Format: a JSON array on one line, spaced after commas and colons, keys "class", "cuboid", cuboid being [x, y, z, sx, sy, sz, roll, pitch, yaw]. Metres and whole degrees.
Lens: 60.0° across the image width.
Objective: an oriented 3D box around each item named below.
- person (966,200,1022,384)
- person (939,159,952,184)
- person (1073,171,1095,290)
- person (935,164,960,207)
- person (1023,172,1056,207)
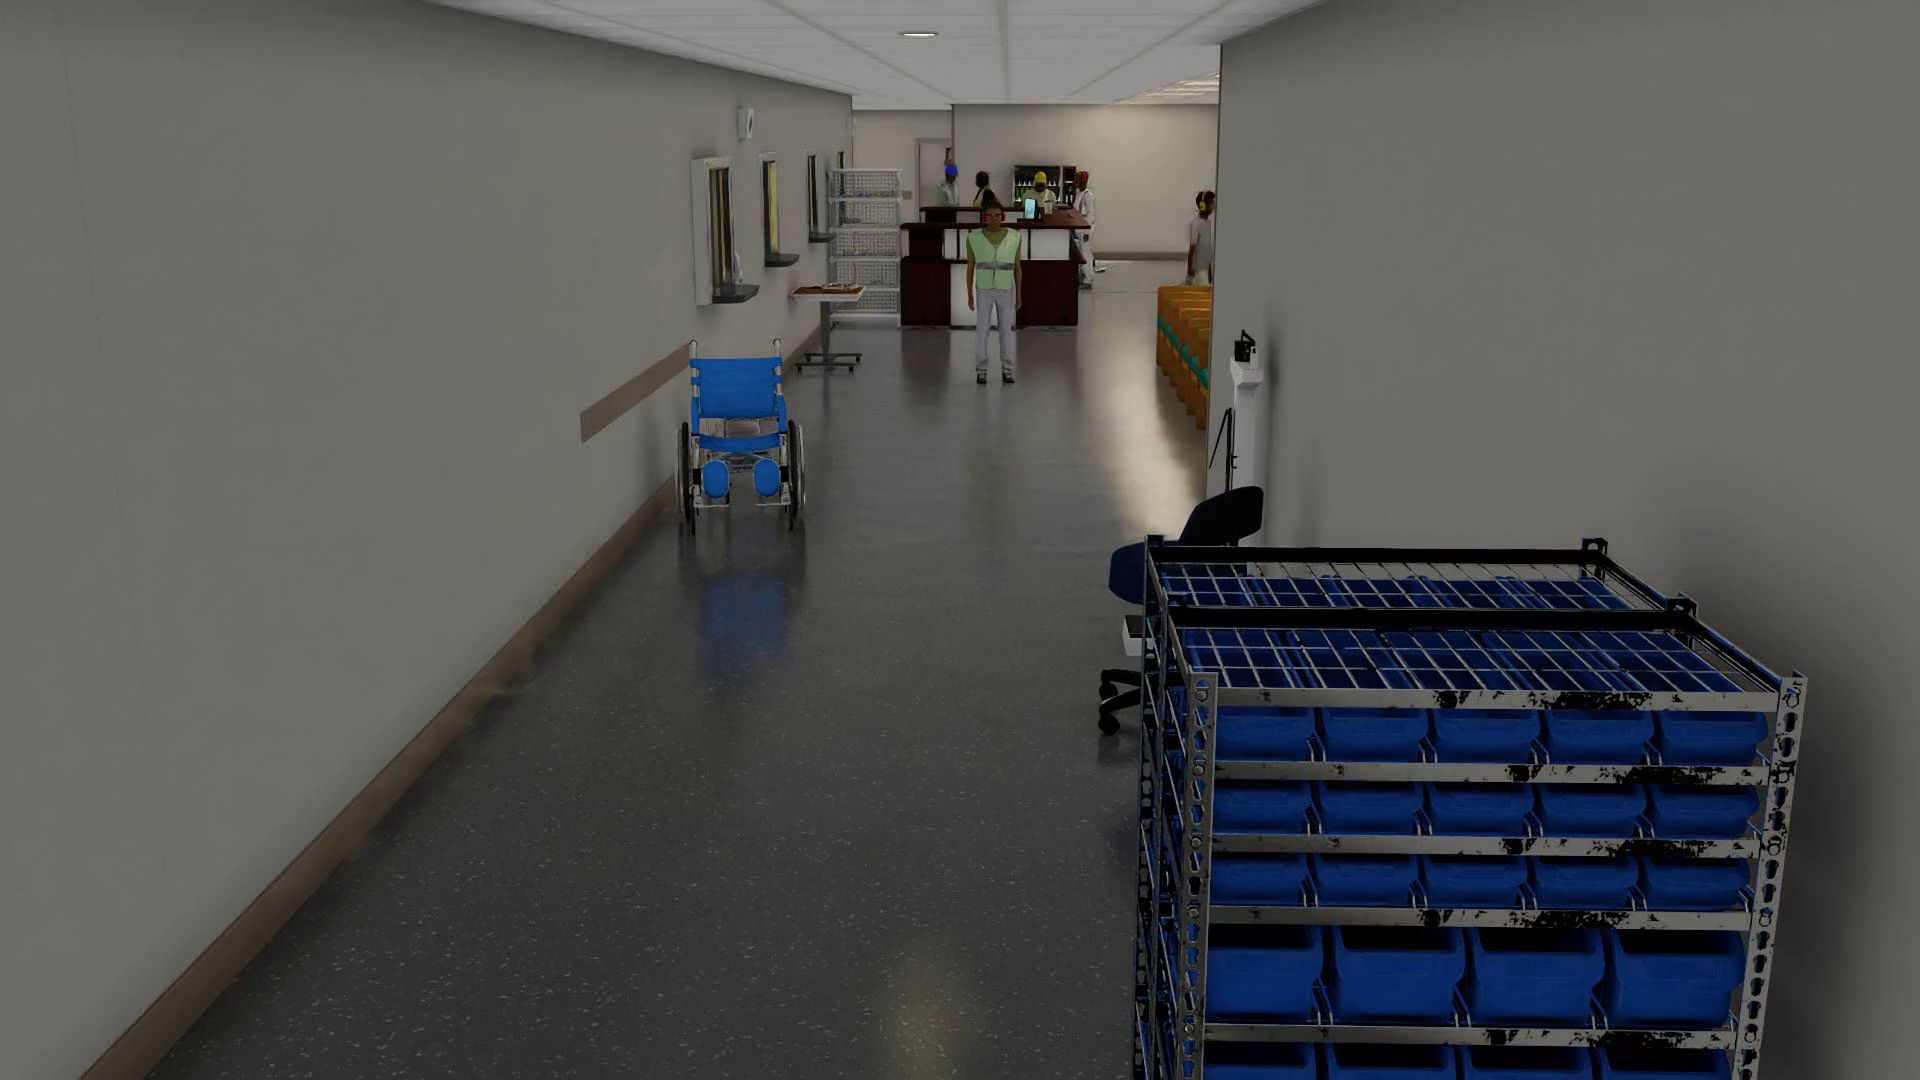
[{"class": "person", "cuboid": [0.341, -2.501, 16.803, 0.560, 1.839, 0.394, -1, 14, -6]}, {"class": "person", "cuboid": [-0.241, -7.416, 36.602, 0.400, 1.910, 0.643, 3, 14, 11]}, {"class": "person", "cuboid": [1.974, -4.959, 26.679, 0.359, 1.882, 0.575, -3, 14, -11]}, {"class": "person", "cuboid": [-0.176, -5.829, 30.133, 0.556, 1.918, 0.613, 12, 19, 41]}, {"class": "person", "cuboid": [1.368, -5.449, 28.799, 0.599, 1.825, 0.403, 1, 14, 3]}]
